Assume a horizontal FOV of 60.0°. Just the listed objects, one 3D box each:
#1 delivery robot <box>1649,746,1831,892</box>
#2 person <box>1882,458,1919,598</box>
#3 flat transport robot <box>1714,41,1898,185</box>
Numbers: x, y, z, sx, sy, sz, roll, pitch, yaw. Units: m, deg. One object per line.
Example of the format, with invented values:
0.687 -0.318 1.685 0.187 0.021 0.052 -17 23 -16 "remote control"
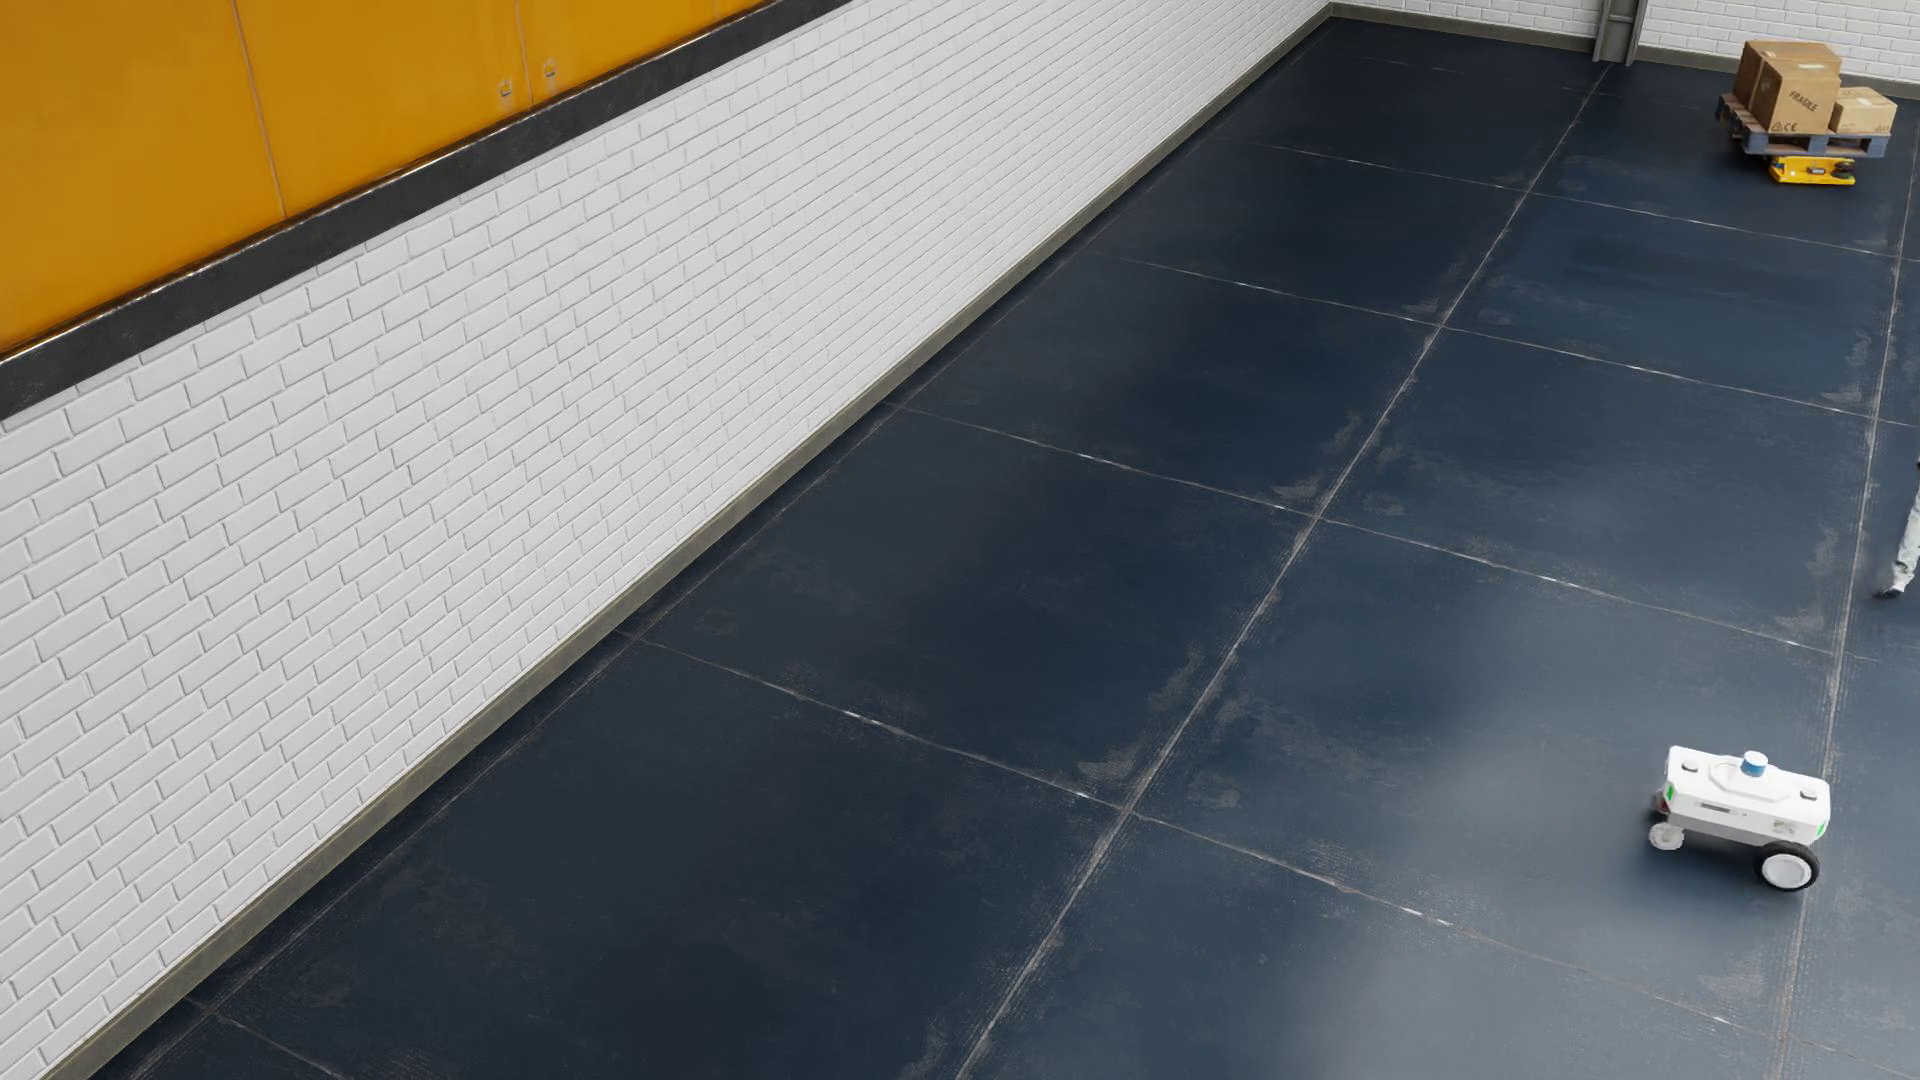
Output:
3.709 1.264 7.846 0.775 0.601 0.499 13 36 18 "delivery robot"
5.670 -0.423 9.329 0.518 1.707 0.749 14 36 20 "person"
7.698 -3.630 15.379 0.659 0.231 1.431 3 34 4 "flat transport robot"
